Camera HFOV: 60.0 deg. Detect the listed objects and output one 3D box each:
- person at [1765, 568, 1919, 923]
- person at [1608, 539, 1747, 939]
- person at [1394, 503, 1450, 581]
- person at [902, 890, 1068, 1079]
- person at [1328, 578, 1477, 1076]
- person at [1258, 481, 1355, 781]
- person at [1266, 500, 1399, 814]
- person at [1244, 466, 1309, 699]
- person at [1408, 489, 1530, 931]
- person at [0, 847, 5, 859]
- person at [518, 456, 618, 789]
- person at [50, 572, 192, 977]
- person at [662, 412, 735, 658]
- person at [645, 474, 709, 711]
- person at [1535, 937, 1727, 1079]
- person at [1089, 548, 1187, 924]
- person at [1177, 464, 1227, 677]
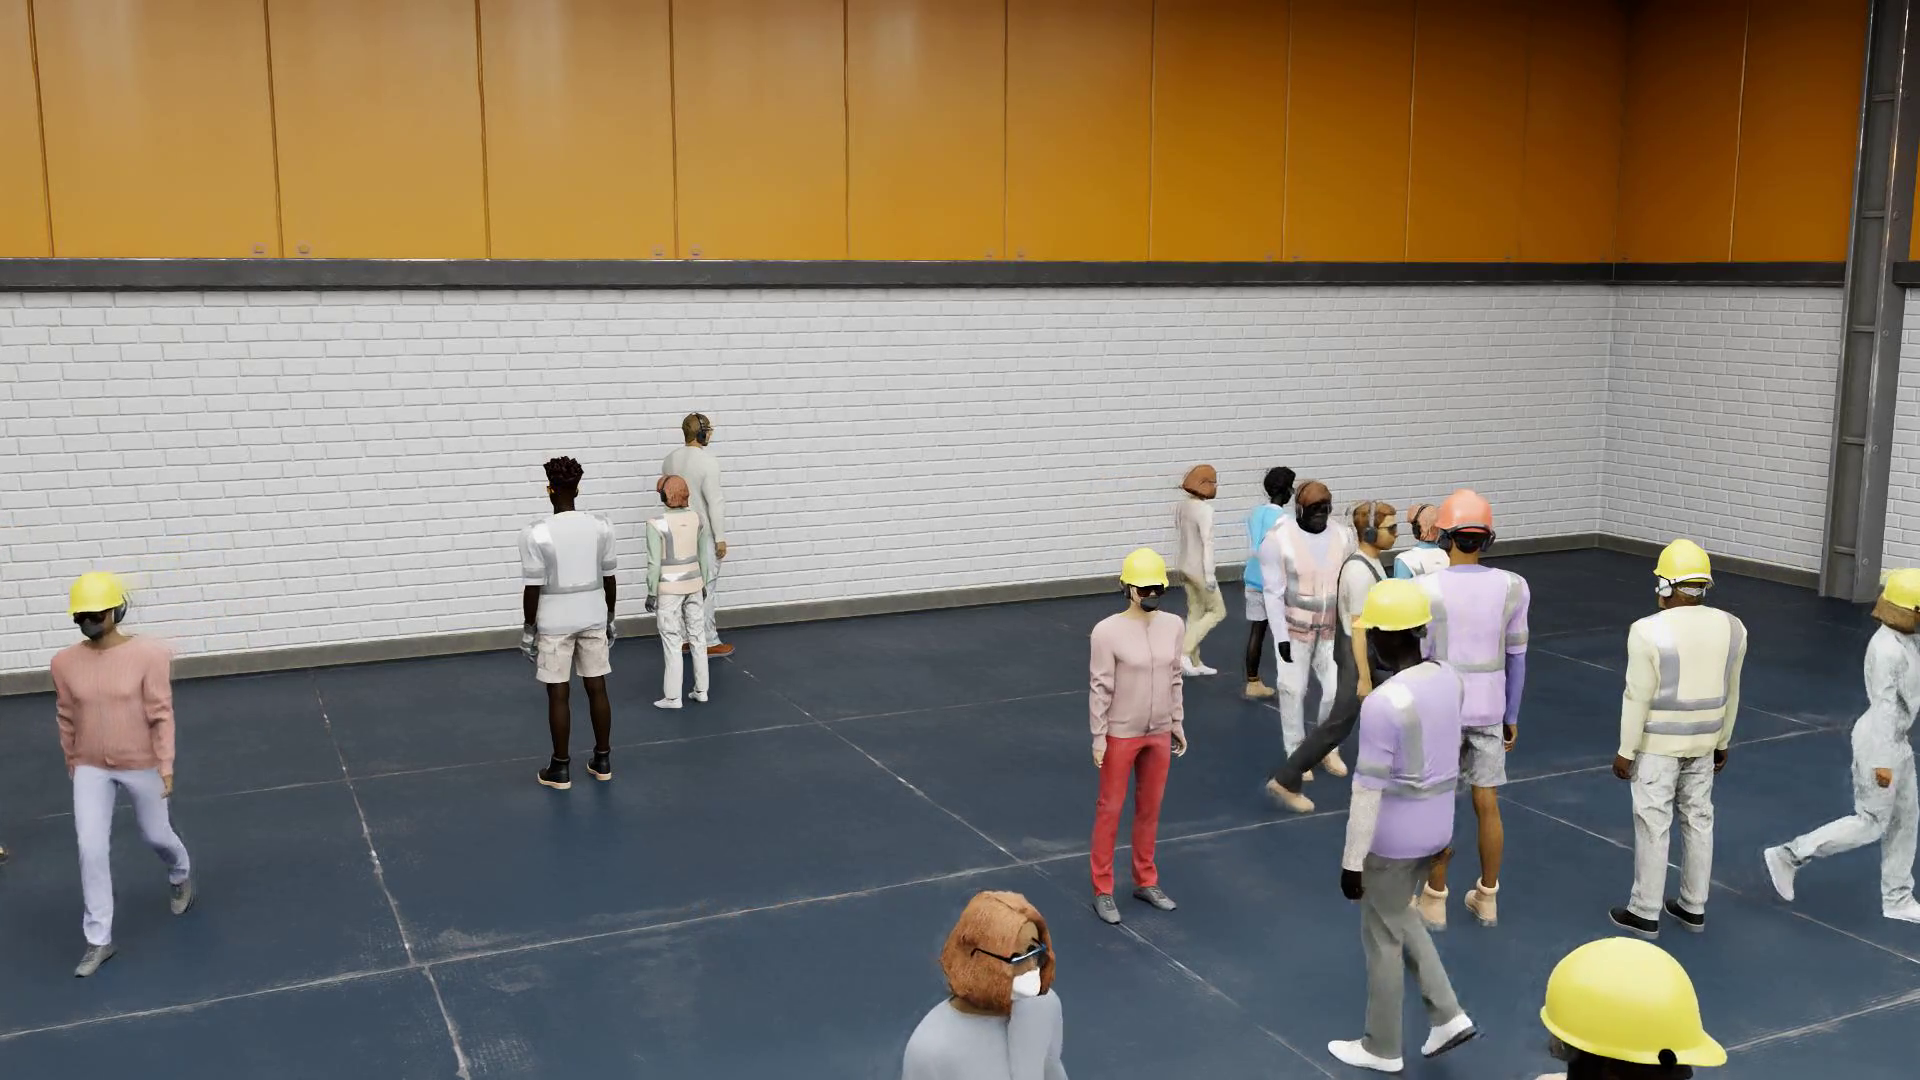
[{"bbox_3d":[4.217,0.946,7.726,0.694,1.707,0.499,7,11,36],"label":"person"},{"bbox_3d":[3.251,0.906,7.592,0.600,1.831,0.404,-3,9,-15],"label":"person"},{"bbox_3d":[2.820,0.593,10.132,0.515,1.641,0.308,-5,11,-30],"label":"person"},{"bbox_3d":[0.088,1.603,3.902,0.352,1.617,0.530,8,12,42],"label":"person"},{"bbox_3d":[1.645,1.086,6.201,0.440,1.913,0.618,9,13,44],"label":"person"},{"bbox_3d":[2.077,0.545,9.880,0.644,1.821,0.476,-2,9,-11],"label":"person"},{"bbox_3d":[2.171,0.669,9.138,0.945,1.810,0.516,4,10,25],"label":"person"},{"bbox_3d":[2.272,0.308,11.804,0.556,1.674,0.534,-5,11,-30],"label":"person"},{"bbox_3d":[2.293,0.785,7.688,0.609,2.044,0.395,-1,9,-6],"label":"person"},{"bbox_3d":[-5.294,0.802,8.245,0.999,1.838,0.613,2,9,13],"label":"person"},{"bbox_3d":[-2.301,0.483,9.805,0.603,1.966,0.368,-7,11,-36],"label":"person"},{"bbox_3d":[-3.752,0.975,7.466,0.524,1.735,0.810,-1,9,-8],"label":"person"},{"bbox_3d":[-2.072,-0.039,13.123,0.627,1.941,0.371,8,12,39],"label":"person"},{"bbox_3d":[-1.962,0.363,11.562,0.311,1.638,0.522,8,12,42],"label":"person"},{"bbox_3d":[1.150,1.615,2.950,0.579,1.907,0.593,2,9,11],"label":"person"},{"bbox_3d":[0.844,0.907,7.793,0.532,1.767,0.328,-5,10,-29],"label":"person"},{"bbox_3d":[1.784,0.240,12.366,0.353,1.617,0.518,-3,10,-15],"label":"person"}]
